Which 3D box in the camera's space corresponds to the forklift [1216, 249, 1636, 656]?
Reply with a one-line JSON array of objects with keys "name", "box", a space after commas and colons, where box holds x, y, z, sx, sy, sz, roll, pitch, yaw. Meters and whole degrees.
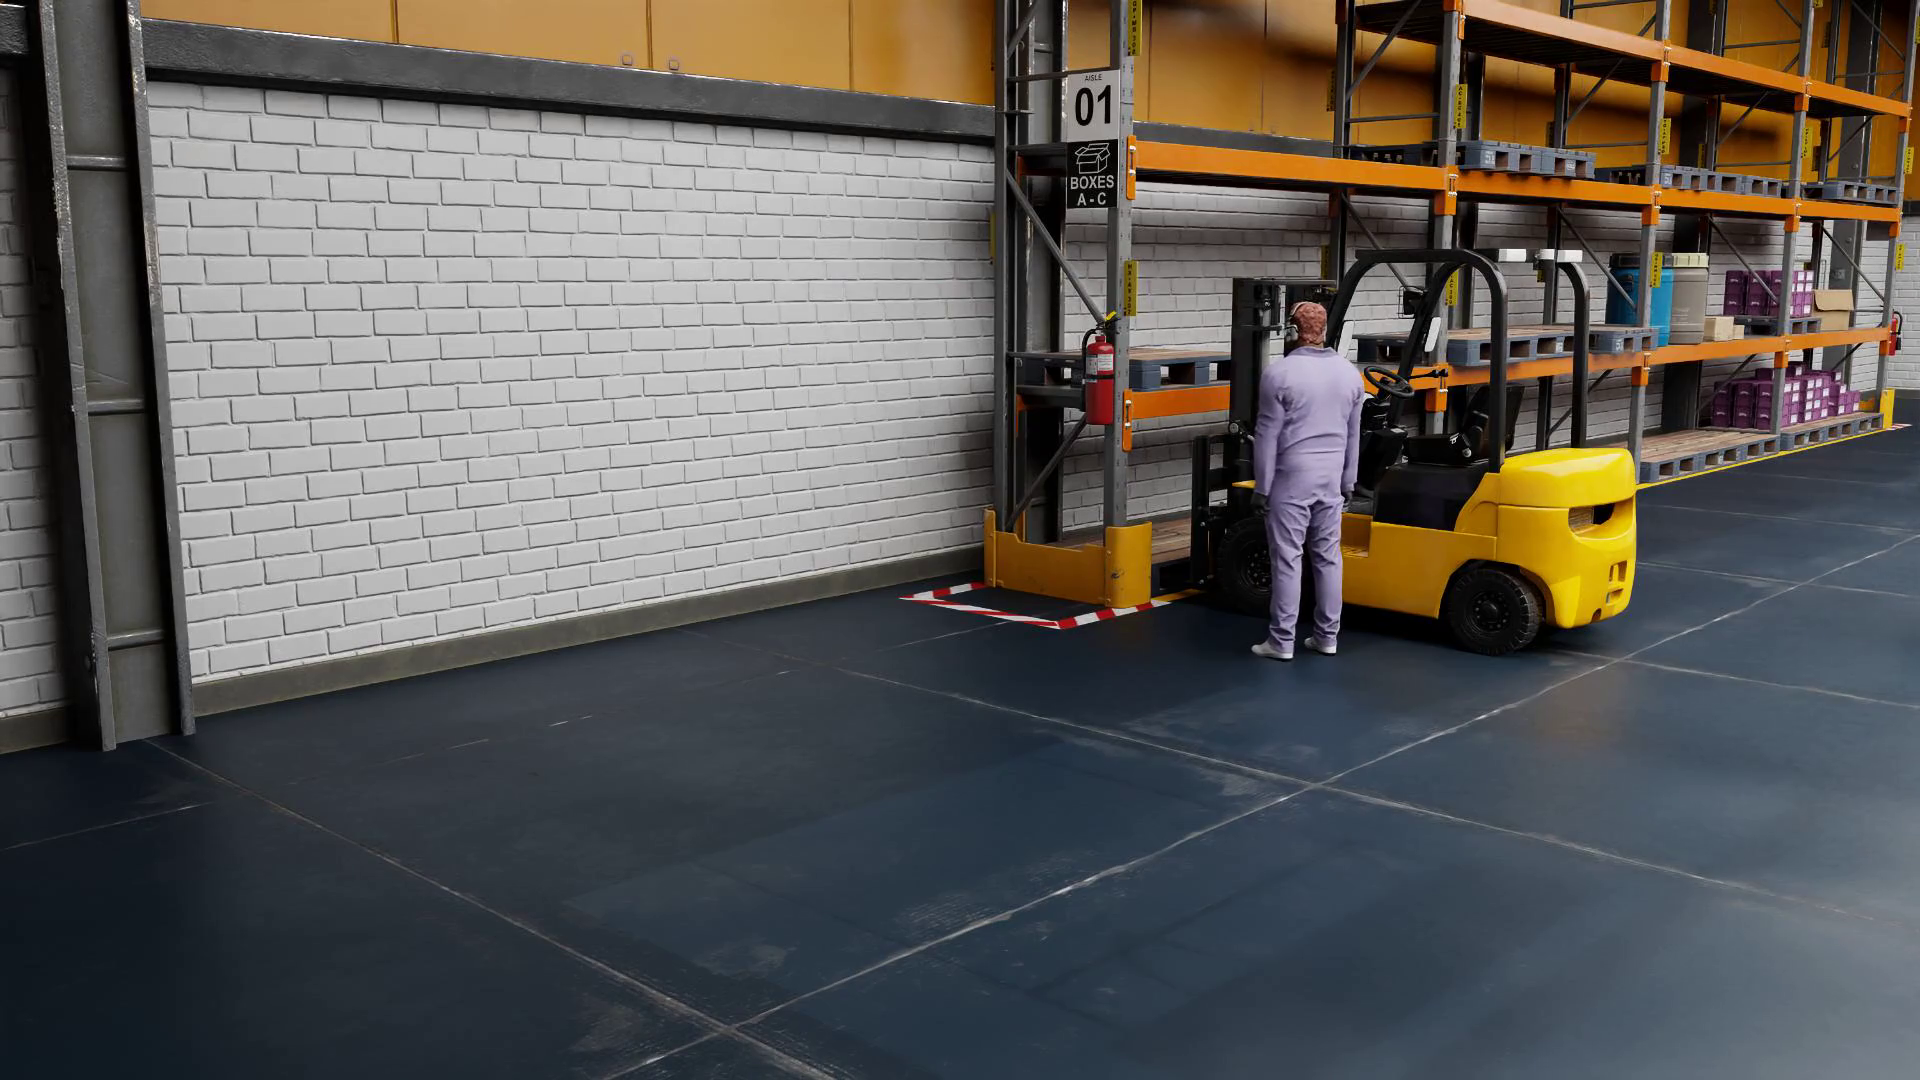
[{"name": "forklift", "box": [2.710, -0.584, 9.626, 2.313, 2.155, 1.214, 9, 13, 43]}]

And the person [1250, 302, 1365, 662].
[{"name": "person", "box": [1.817, -0.308, 8.844, 0.639, 1.900, 0.404, -5, 10, -27]}]
